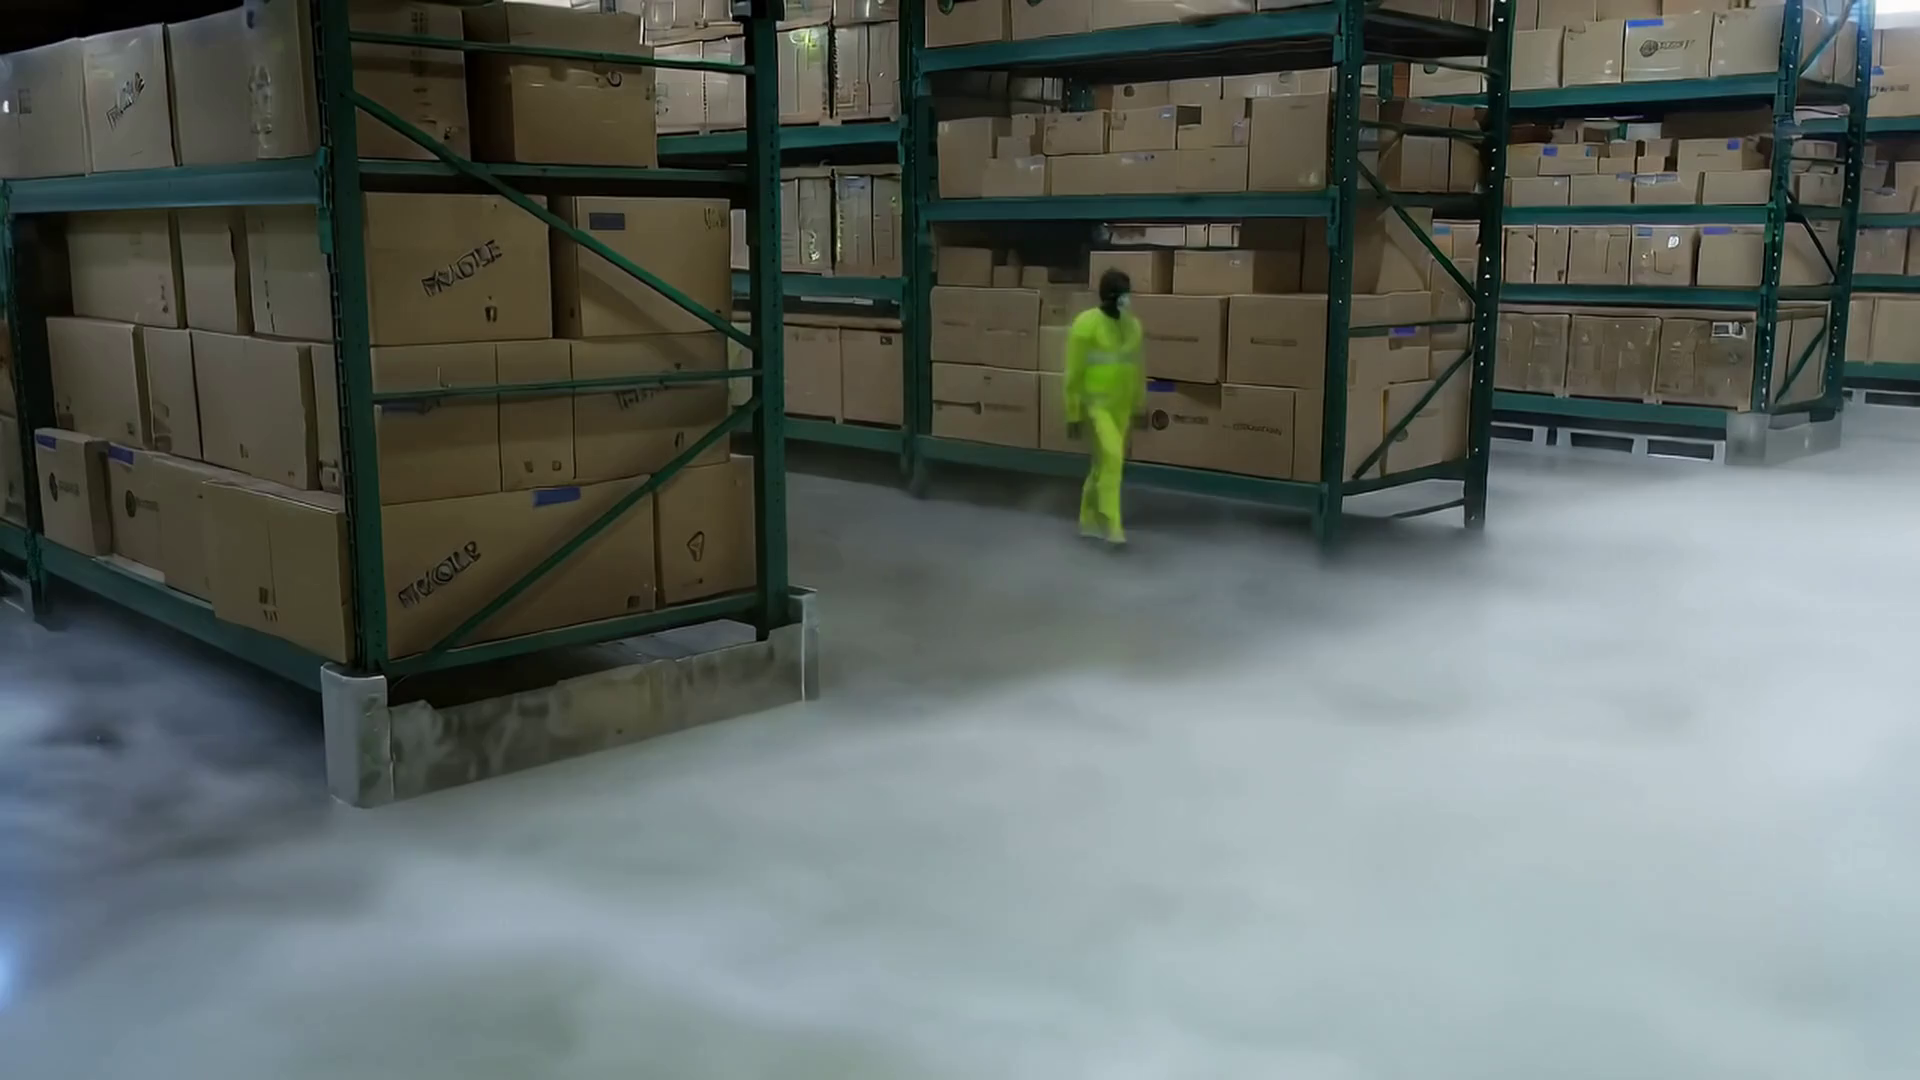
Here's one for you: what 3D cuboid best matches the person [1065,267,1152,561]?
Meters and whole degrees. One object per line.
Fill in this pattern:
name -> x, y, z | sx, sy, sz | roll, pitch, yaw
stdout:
person -> 1.046, -0.820, 10.947 | 0.650, 1.911, 0.838 | -10, 14, -43
